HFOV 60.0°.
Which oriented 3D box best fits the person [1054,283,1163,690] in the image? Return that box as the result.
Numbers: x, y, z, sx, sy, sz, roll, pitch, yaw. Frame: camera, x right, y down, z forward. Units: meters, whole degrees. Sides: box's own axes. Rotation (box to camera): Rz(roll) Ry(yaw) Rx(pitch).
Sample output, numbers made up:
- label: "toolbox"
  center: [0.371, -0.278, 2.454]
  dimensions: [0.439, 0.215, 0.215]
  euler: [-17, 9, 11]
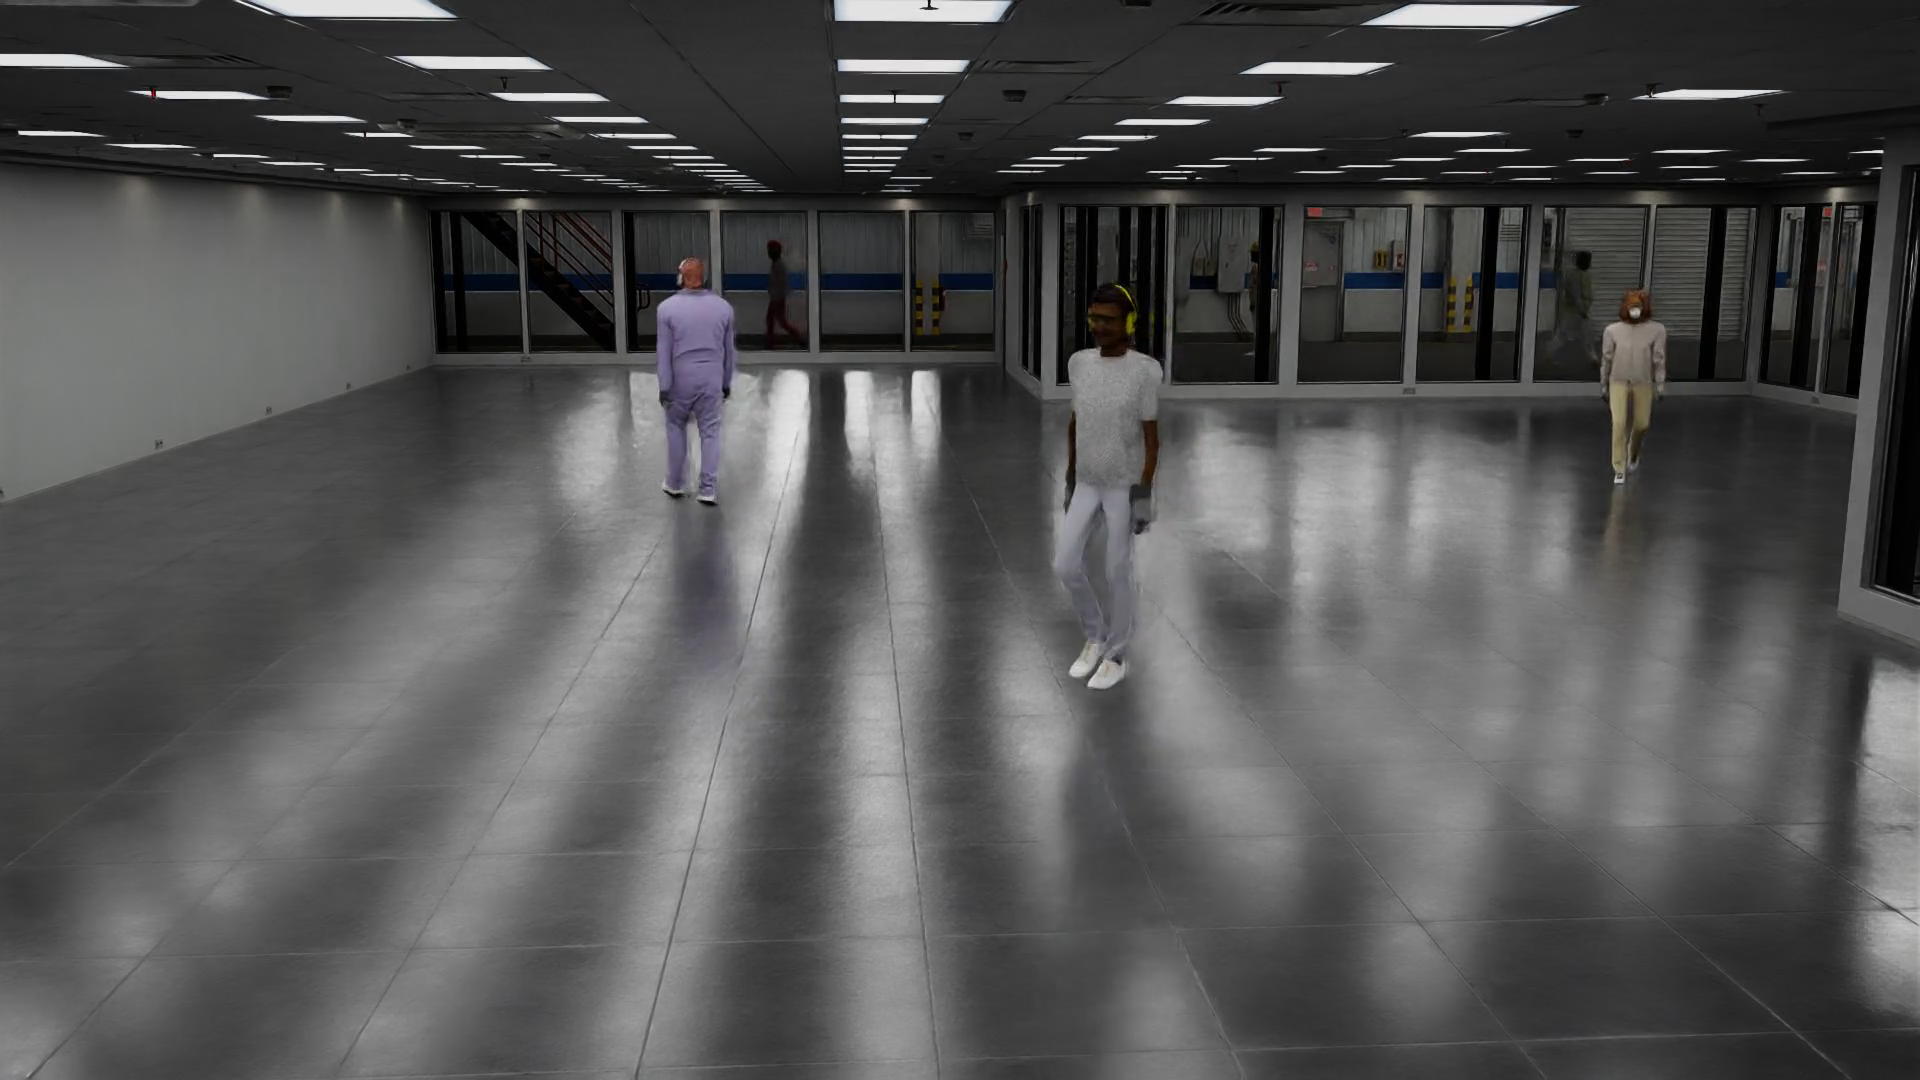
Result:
- label: "person"
  center: [0.656, -0.232, 7.561]
  dimensions: [0.526, 1.858, 0.414]
  euler: [8, 13, 35]

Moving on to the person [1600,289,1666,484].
- label: "person"
  center: [5.623, -1.295, 13.933]
  dimensions: [0.516, 1.617, 0.543]
  euler: [4, 11, 20]

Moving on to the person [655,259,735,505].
- label: "person"
  center: [-2.089, -1.236, 12.939]
  dimensions: [0.665, 1.865, 0.912]
  euler: [-5, 12, -25]
